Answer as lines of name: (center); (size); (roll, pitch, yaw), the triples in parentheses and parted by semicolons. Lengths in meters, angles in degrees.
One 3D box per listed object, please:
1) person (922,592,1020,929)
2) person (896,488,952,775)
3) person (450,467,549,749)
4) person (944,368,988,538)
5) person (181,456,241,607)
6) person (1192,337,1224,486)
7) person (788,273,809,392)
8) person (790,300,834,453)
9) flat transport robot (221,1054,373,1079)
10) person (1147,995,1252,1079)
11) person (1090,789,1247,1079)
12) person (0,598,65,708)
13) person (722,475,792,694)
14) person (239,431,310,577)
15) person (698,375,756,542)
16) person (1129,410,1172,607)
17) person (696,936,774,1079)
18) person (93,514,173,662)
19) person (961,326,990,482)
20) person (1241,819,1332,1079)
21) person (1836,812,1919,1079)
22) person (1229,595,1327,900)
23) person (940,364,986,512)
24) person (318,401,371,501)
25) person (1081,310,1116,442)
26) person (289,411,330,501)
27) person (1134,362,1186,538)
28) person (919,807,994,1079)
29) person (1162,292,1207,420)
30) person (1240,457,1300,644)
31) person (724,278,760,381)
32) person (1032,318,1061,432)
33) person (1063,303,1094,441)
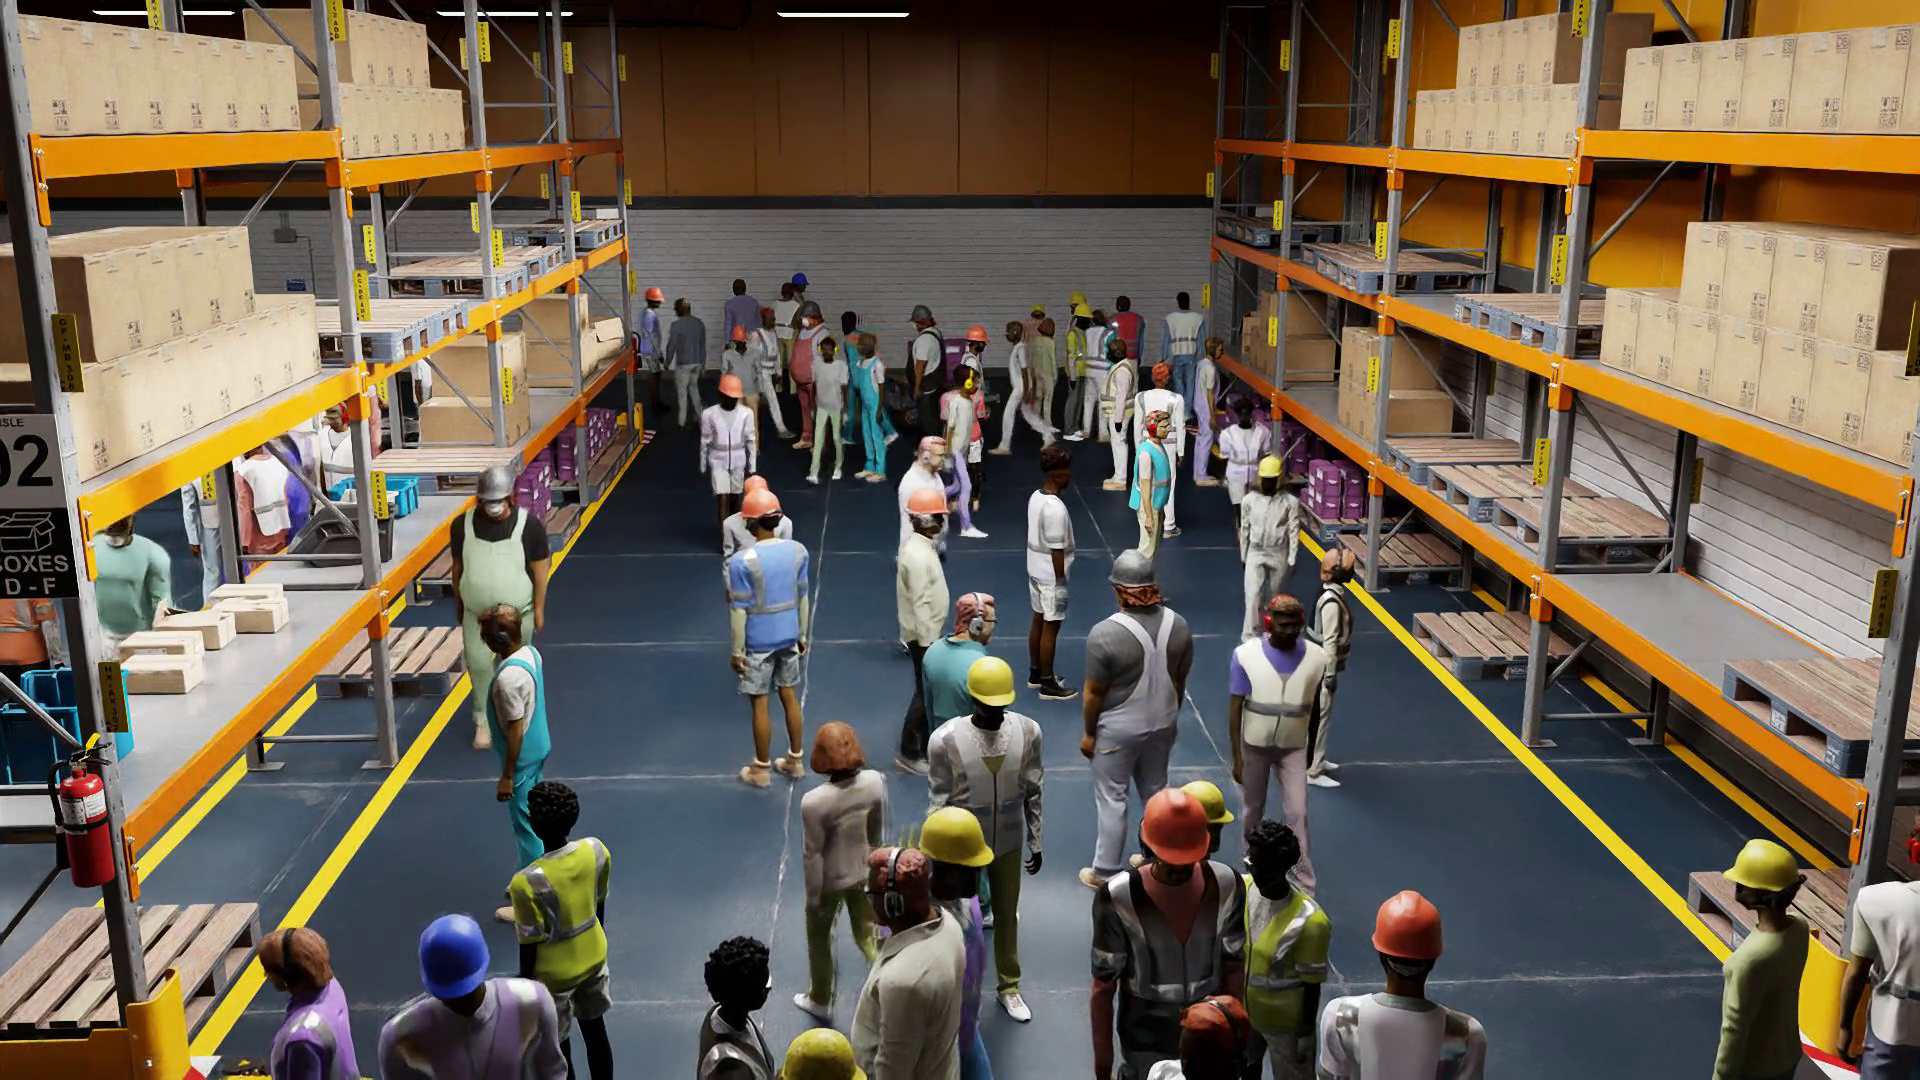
person: (0.073, 1.215, 9.234); (0.406, 1.902, 0.639); (-10, 17, -34)
person: (-0.232, 0.621, 11.394); (0.394, 1.996, 0.622); (1, 14, 2)
person: (-3.283, 0.478, 11.841); (0.698, 2.000, 0.804); (-2, 14, -7)
person: (-0.085, -0.952, 17.891); (0.802, 1.832, 0.579); (6, 15, 22)
person: (-6.411, -0.095, 14.363); (0.402, 1.908, 0.598); (8, 16, 27)
person: (3.017, -1.565, 20.282); (0.339, 1.835, 0.520); (-1, 14, -4)
person: (-2.640, -3.390, 27.212); (0.406, 1.946, 0.608); (3, 15, 11)
person: (-2.021, -2.195, 22.337); (0.538, 2.000, 0.684); (-12, 19, -39)
flat transport robot: (-3.054, 2.624, 6.947); (0.652, 0.197, 1.431); (1, 14, 3)
person: (0.774, 2.263, 5.146); (0.584, 1.882, 0.337); (13, 19, 41)
person: (0.801, 1.889, 6.341); (0.612, 2.029, 0.407); (-3, 15, -12)
person: (-6.227, 0.743, 11.025); (0.595, 1.925, 0.369); (1, 14, 3)
person: (-1.567, 0.347, 12.945); (0.565, 1.745, 0.349); (-1, 14, -2)
person: (-6.246, -0.344, 15.069); (0.831, 2.000, 0.686); (6, 15, 21)
person: (-2.402, -0.786, 17.140); (0.590, 1.878, 1.020); (-4, 15, -17)
person: (1.747, -0.279, 15.200); (0.389, 1.846, 0.567); (4, 15, 16)
person: (-0.788, 2.184, 5.850); (0.320, 1.693, 0.536); (-2, 14, -7)
person: (-5.734, 0.648, 11.440); (0.683, 1.908, 0.457); (0, 14, -1)
person: (0.179, -1.676, 20.526); (0.388, 1.930, 0.544); (-1, 14, -3)
person: (1.271, 1.934, 6.834); (0.321, 1.689, 0.534); (-12, 18, -39)
person: (3.742, 1.945, 6.498); (0.564, 1.836, 0.385); (6, 16, 23)
person: (1.811, 1.212, 9.437); (0.576, 1.807, 0.832); (-1, 14, -3)
person: (0.031, -1.155, 18.939); (0.533, 1.697, 0.319); (-2, 14, -8)
person: (-5.827, -0.433, 15.824); (0.563, 1.838, 0.388); (4, 15, 17)
person: (1.942, -2.280, 23.149); (0.434, 1.813, 0.688); (-13, 19, -41)
person: (-6.953, -0.954, 17.727); (0.593, 1.912, 0.399); (-2, 14, -8)
person: (2.140, -0.959, 17.798); (0.573, 1.883, 0.354); (7, 16, 26)
person: (-0.097, 1.918, 6.525); (0.929, 1.890, 0.595); (7, 16, 25)
person: (3.381, -2.759, 24.875); (0.711, 1.866, 0.761); (2, 14, 7)
person: (2.550, 0.157, 13.766); (0.490, 1.698, 0.903); (2, 14, 8)
person: (-3.461, -3.181, 26.430); (0.627, 1.933, 0.367); (-12, 18, -39)
person: (1.229, -2.354, 23.771); (0.279, 1.633, 0.498); (-10, 17, -34)
person: (1.671, -2.341, 23.170); (0.403, 1.918, 0.580); (6, 16, 23)
